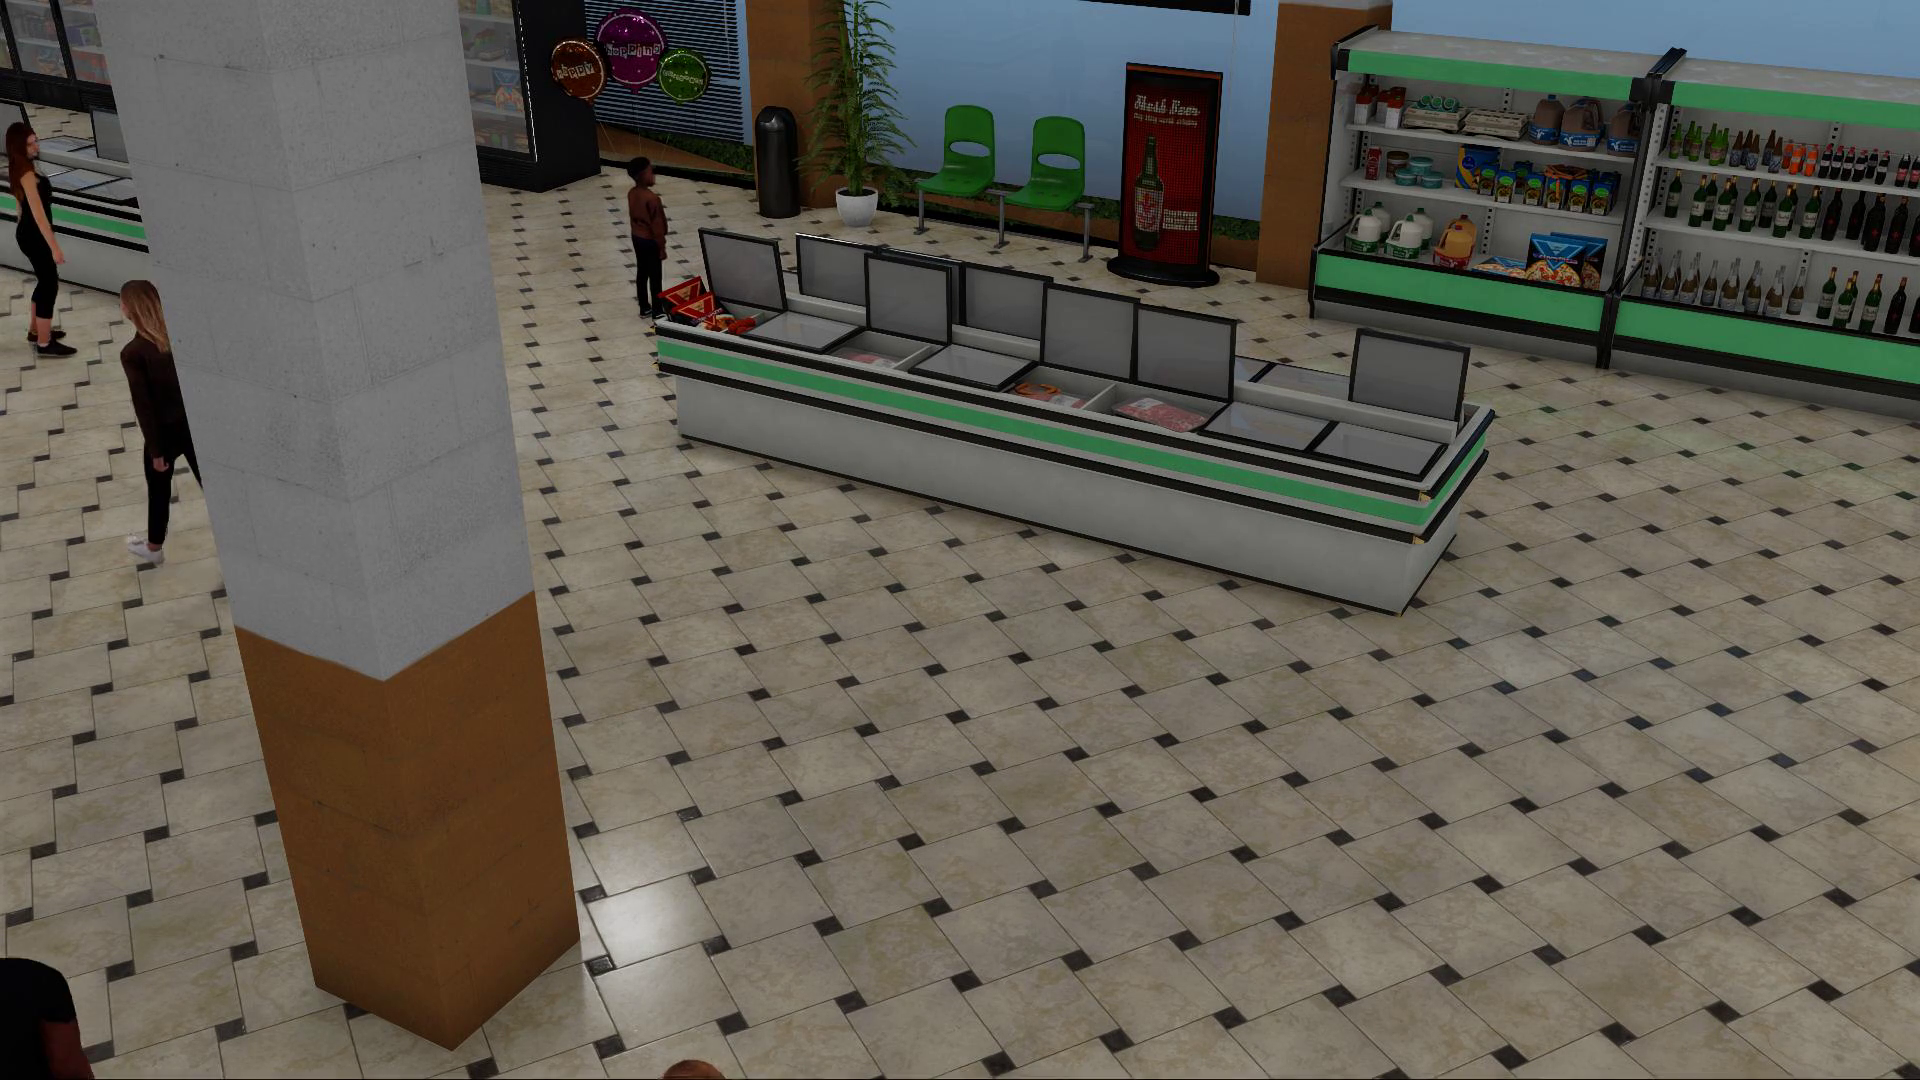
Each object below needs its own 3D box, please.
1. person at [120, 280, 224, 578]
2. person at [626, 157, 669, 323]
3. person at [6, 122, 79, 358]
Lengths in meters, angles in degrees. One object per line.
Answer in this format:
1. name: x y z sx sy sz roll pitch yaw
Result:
1. person: -4.043 -0.512 8.746 1.119 1.649 0.706 11 29 21
2. person: -2.393 -2.296 12.701 0.487 1.255 0.626 24 35 39
3. person: -6.647 -2.120 11.870 0.777 1.693 0.900 24 36 39
